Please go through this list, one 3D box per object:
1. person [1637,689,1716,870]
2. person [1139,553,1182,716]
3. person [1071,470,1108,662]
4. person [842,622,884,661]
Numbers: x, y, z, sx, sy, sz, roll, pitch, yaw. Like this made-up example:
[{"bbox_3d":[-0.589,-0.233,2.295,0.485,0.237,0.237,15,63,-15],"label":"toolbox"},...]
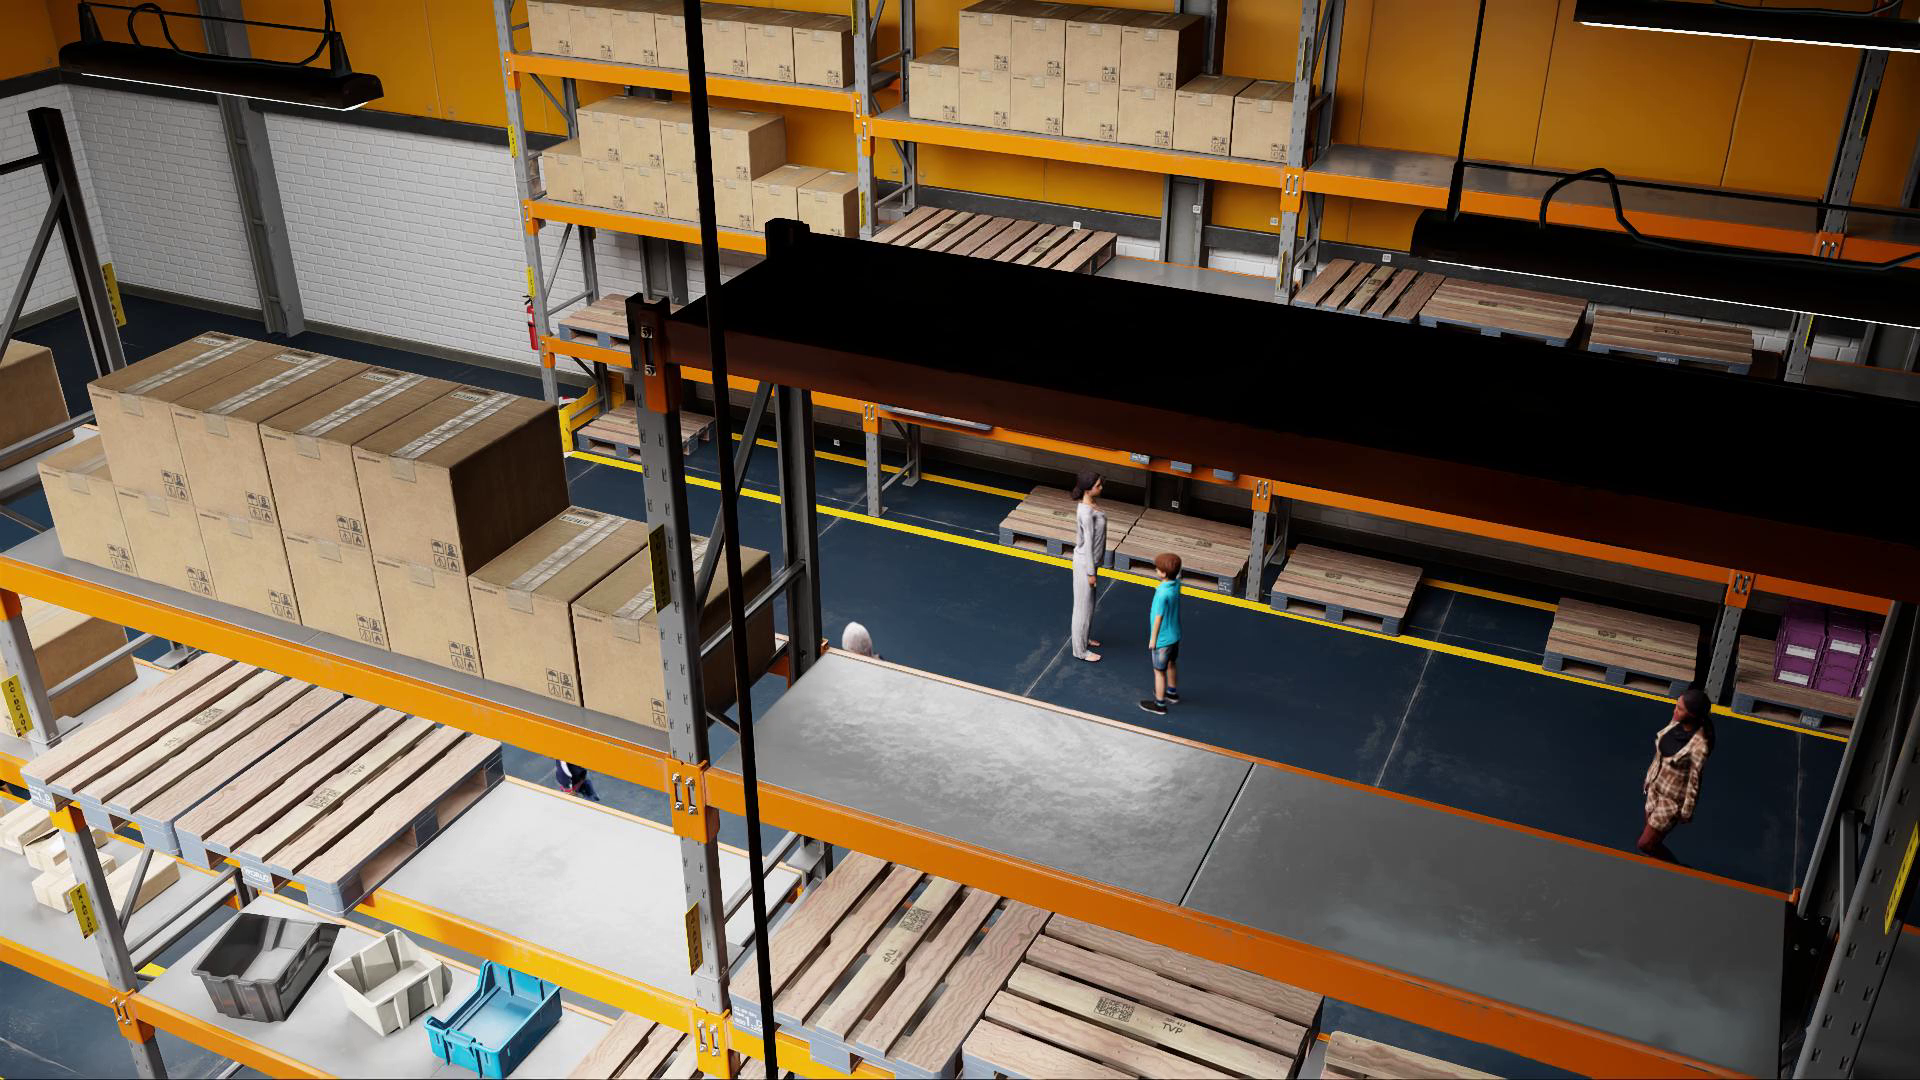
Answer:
[{"bbox_3d":[4.969,1.788,11.473,0.813,1.783,0.730,-1,29,-1],"label":"person"},{"bbox_3d":[1.708,0.752,13.723,0.496,1.448,0.525,15,32,26],"label":"person"},{"bbox_3d":[1.094,0.203,14.388,0.648,1.774,0.655,2,29,5],"label":"person"},{"bbox_3d":[-0.743,1.368,12.281,0.698,1.746,0.723,-18,33,-30],"label":"person"}]
